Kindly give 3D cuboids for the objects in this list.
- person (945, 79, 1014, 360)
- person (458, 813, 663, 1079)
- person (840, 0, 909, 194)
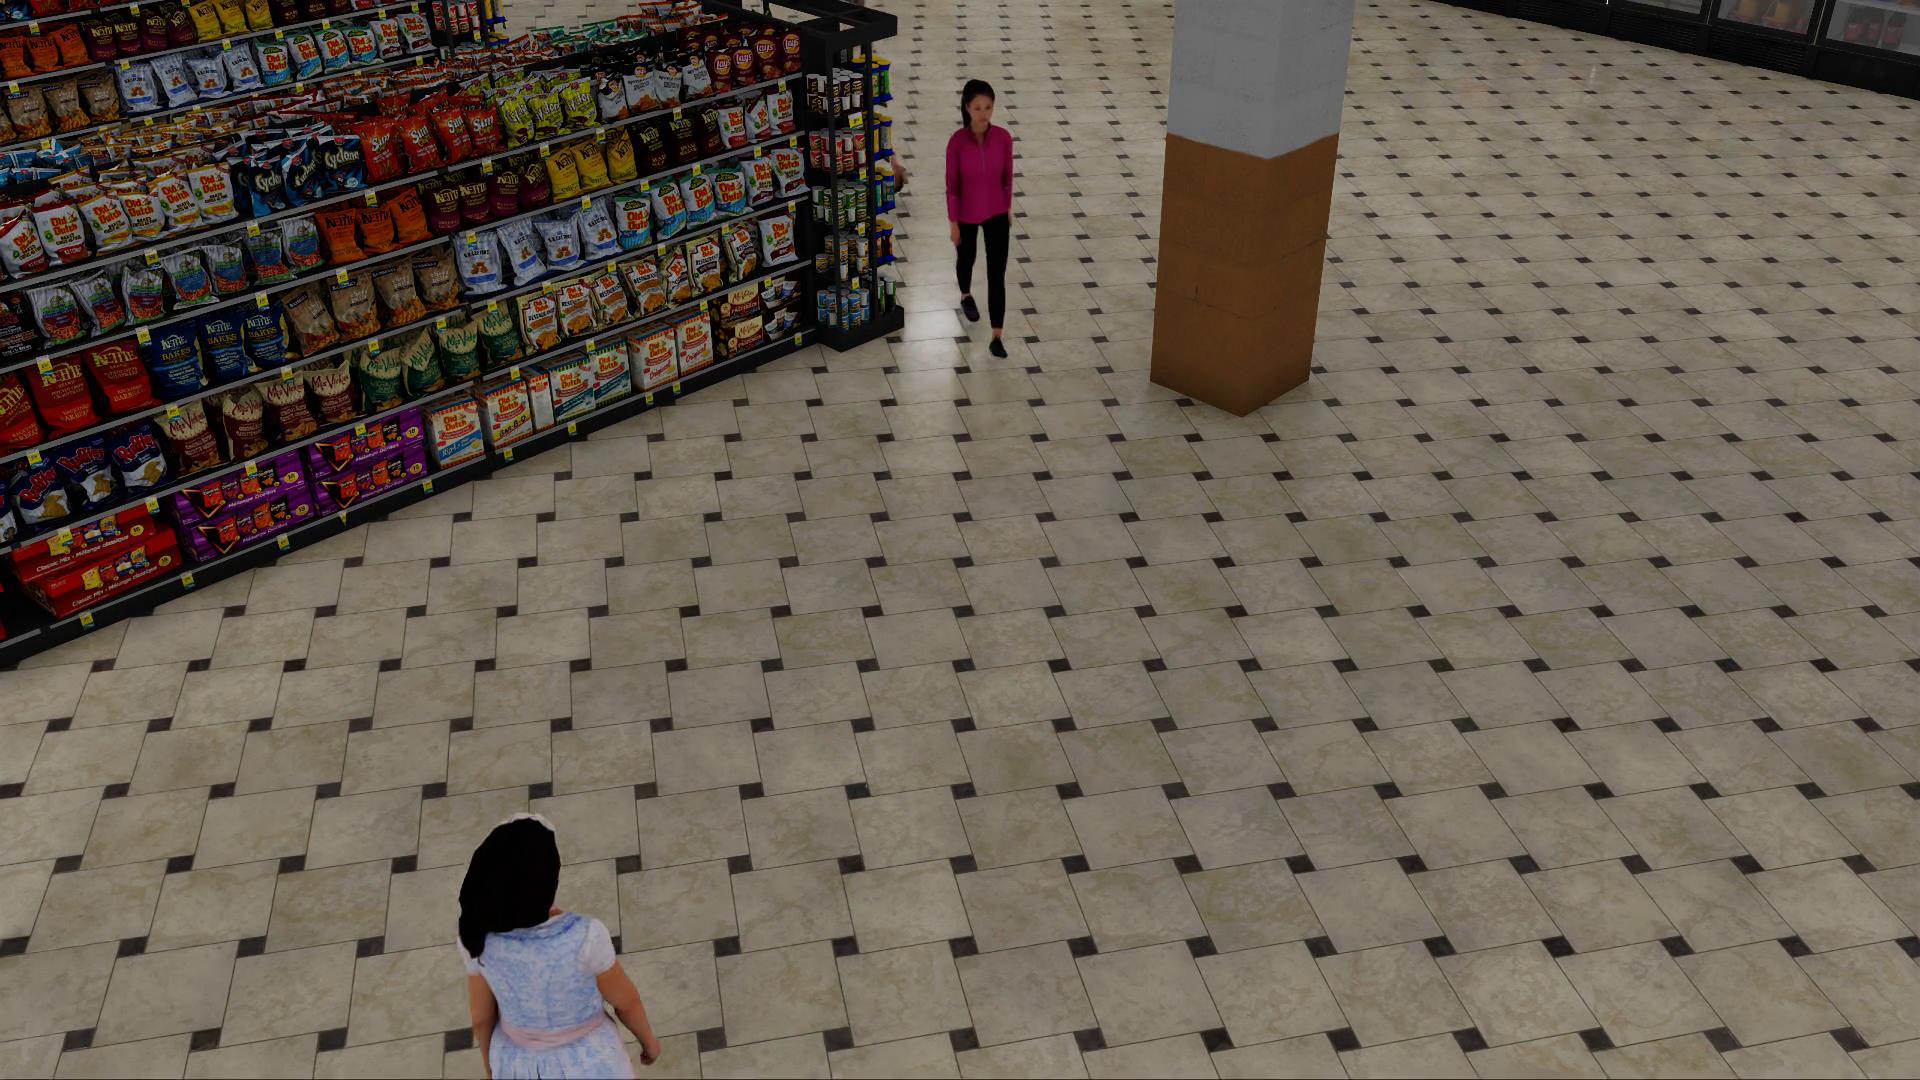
[{"bbox_3d":[0.088,-2.014,10.297,1.161,1.648,1.100,-6,32,-10],"label":"person"},{"bbox_3d":[-1.086,1.525,4.463,0.882,1.803,0.959,5,32,8],"label":"person"},{"bbox_3d":[-0.743,-3.393,12.465,0.790,1.699,1.133,22,38,31],"label":"person"}]
